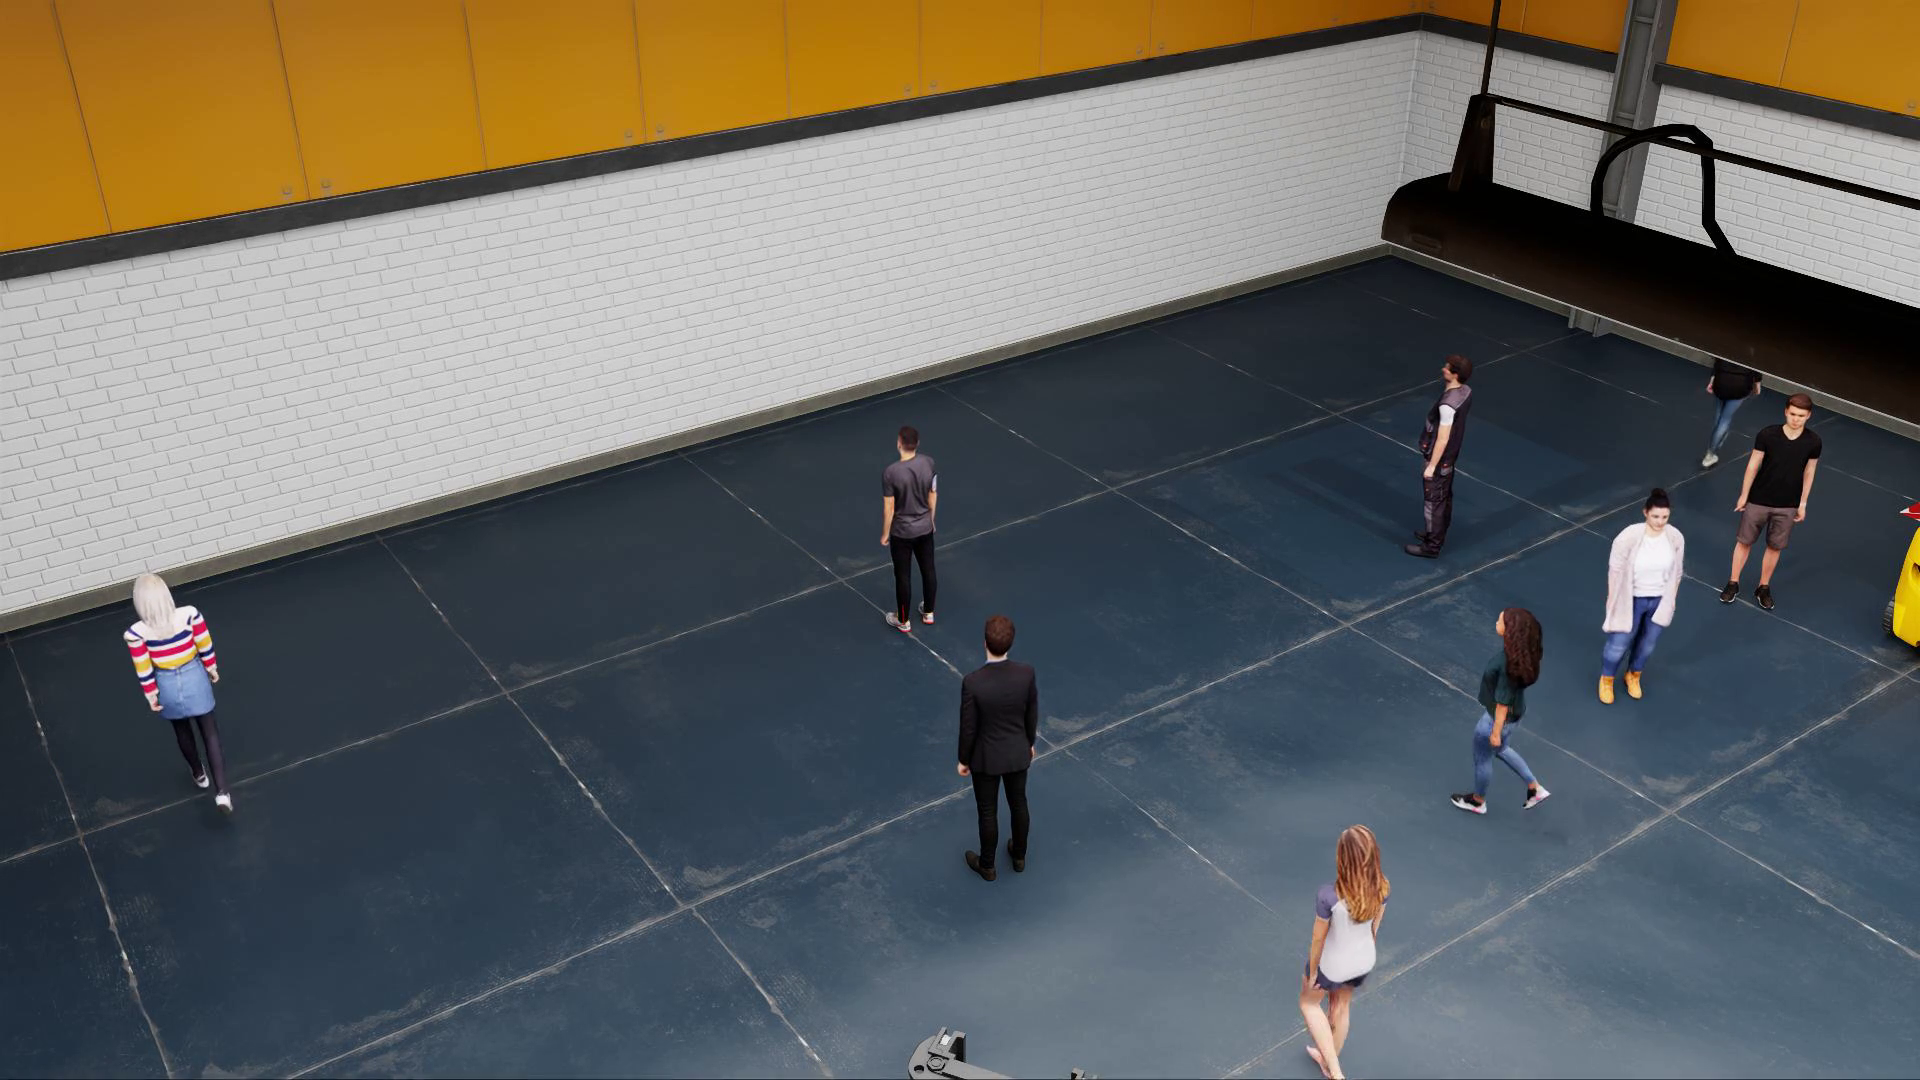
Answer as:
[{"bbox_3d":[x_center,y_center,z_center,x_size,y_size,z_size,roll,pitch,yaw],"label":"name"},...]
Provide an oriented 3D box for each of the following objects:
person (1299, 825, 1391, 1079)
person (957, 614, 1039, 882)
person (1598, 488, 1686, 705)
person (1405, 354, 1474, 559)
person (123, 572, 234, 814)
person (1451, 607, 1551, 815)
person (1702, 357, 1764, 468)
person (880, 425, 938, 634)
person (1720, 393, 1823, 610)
[{"bbox_3d":[2.070,2.289,8.861,0.716,1.716,0.829,-9,30,-15],"label":"person"},{"bbox_3d":[0.248,1.320,10.454,0.750,1.893,0.706,-10,30,-18],"label":"person"},{"bbox_3d":[5.049,0.392,12.314,0.812,1.740,0.845,0,29,1],"label":"person"},{"bbox_3d":[4.145,-0.731,14.260,0.723,1.848,0.736,15,32,26],"label":"person"},{"bbox_3d":[-5.163,1.029,11.099,0.746,1.786,1.102,-14,32,-25],"label":"person"},{"bbox_3d":[3.659,1.190,10.995,0.948,1.603,0.789,16,33,27],"label":"person"},{"bbox_3d":[7.329,-1.456,15.835,0.976,1.614,0.806,22,36,35],"label":"person"},{"bbox_3d":[-0.389,-0.093,13.179,0.656,1.764,0.570,-15,32,-25],"label":"person"},{"bbox_3d":[6.628,-0.341,13.532,0.729,1.861,0.836,11,30,19],"label":"person"}]
